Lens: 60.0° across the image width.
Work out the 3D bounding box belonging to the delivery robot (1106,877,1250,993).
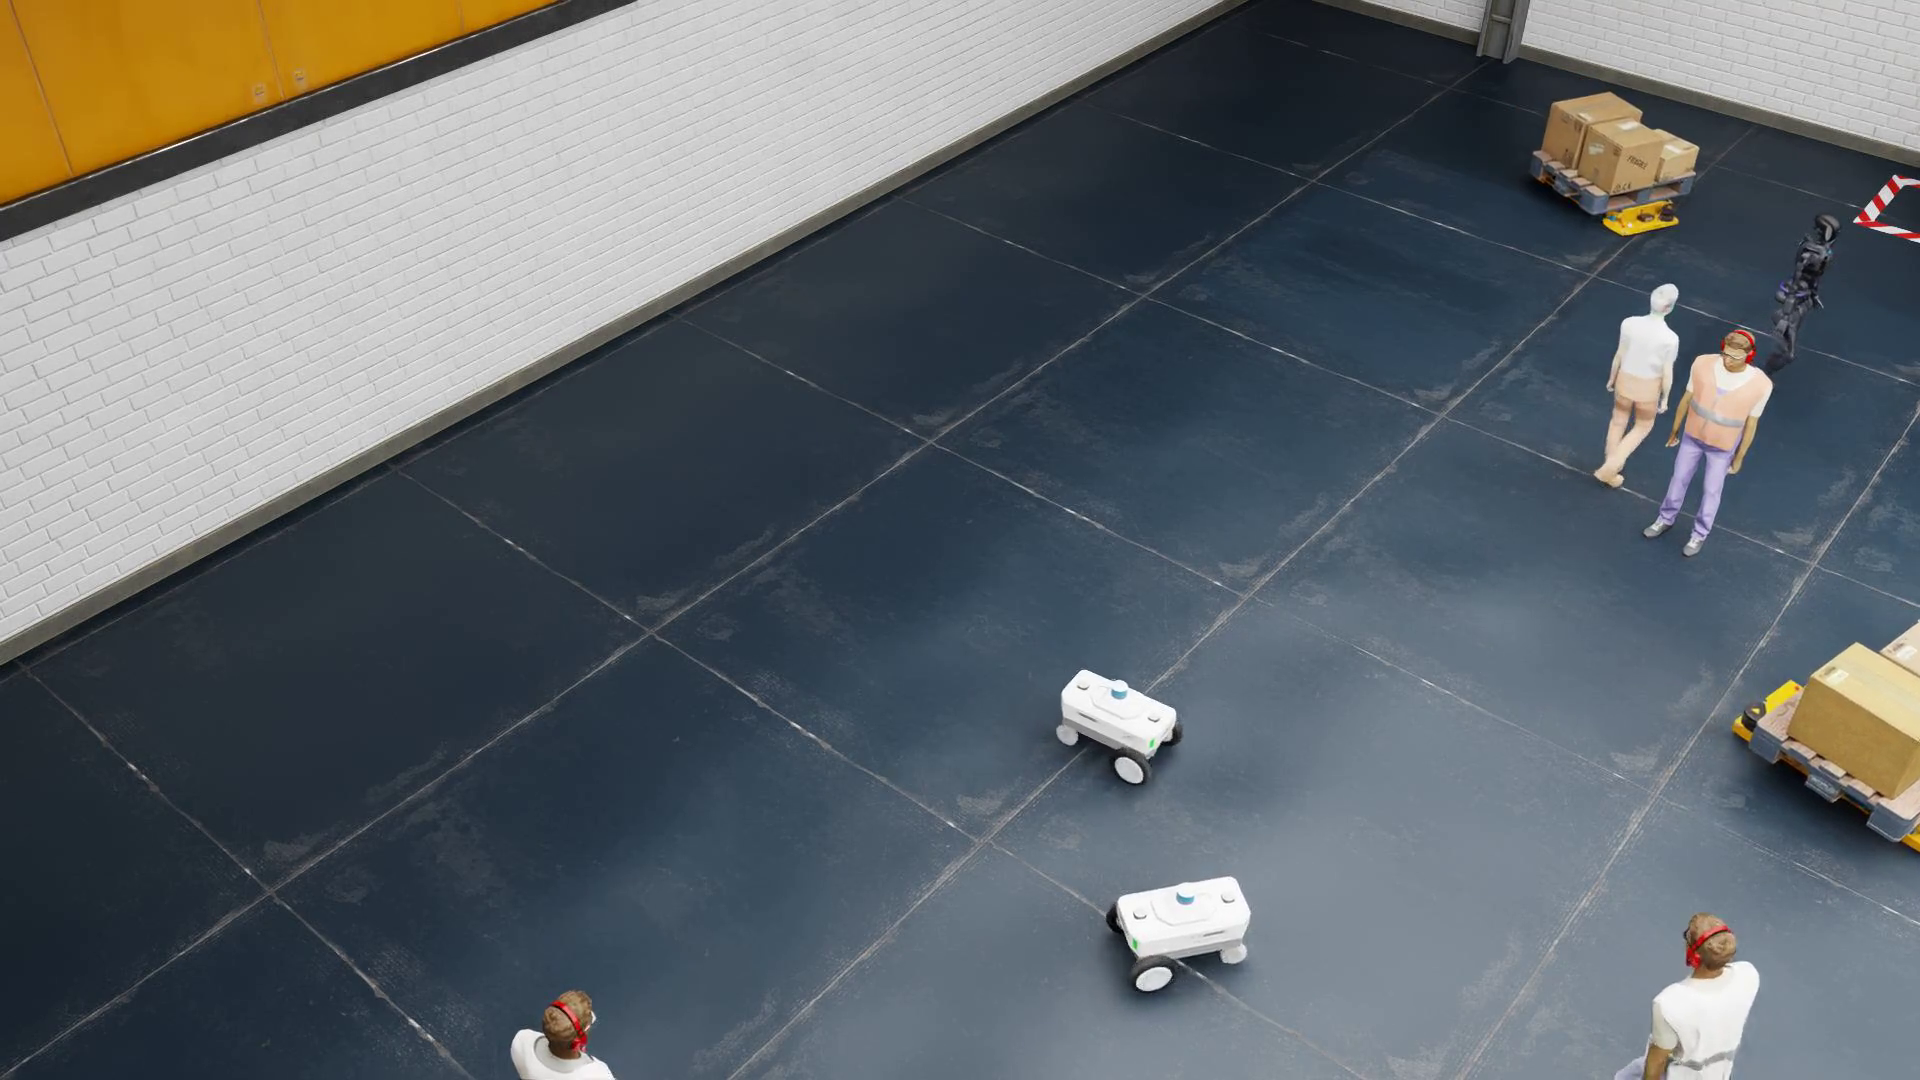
[{"bbox_3d":[1.228,2.174,9.375,0.811,0.613,0.499,-8,40,-10],"label":"delivery robot"}]

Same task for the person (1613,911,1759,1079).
[{"bbox_3d":[3.494,2.549,7.912,0.580,1.795,0.968,-12,40,-15],"label":"person"}]

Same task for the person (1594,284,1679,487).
[{"bbox_3d":[5.112,-1.149,12.545,0.460,1.737,0.485,-30,48,-32],"label":"person"}]

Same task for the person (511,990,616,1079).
[{"bbox_3d":[-1.741,2.735,7.649,0.571,1.830,0.394,19,42,22],"label":"person"}]

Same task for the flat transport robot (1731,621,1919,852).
[{"bbox_3d":[5.727,1.415,10.530,0.659,0.231,1.431,-25,45,-28],"label":"flat transport robot"}]

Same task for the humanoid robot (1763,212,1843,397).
[{"bbox_3d":[6.838,-1.928,13.558,0.612,1.651,0.340,-31,48,-32],"label":"humanoid robot"}]

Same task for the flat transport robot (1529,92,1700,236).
[{"bbox_3d":[6.432,-3.471,16.595,0.659,0.231,1.431,-14,41,-17],"label":"flat transport robot"}]

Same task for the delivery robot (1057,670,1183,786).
[{"bbox_3d":[1.011,1.149,10.628,0.793,0.590,0.499,23,44,26],"label":"delivery robot"}]

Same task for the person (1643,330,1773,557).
[{"bbox_3d":[5.387,-0.725,11.938,0.559,1.836,0.376,30,48,32],"label":"person"}]
